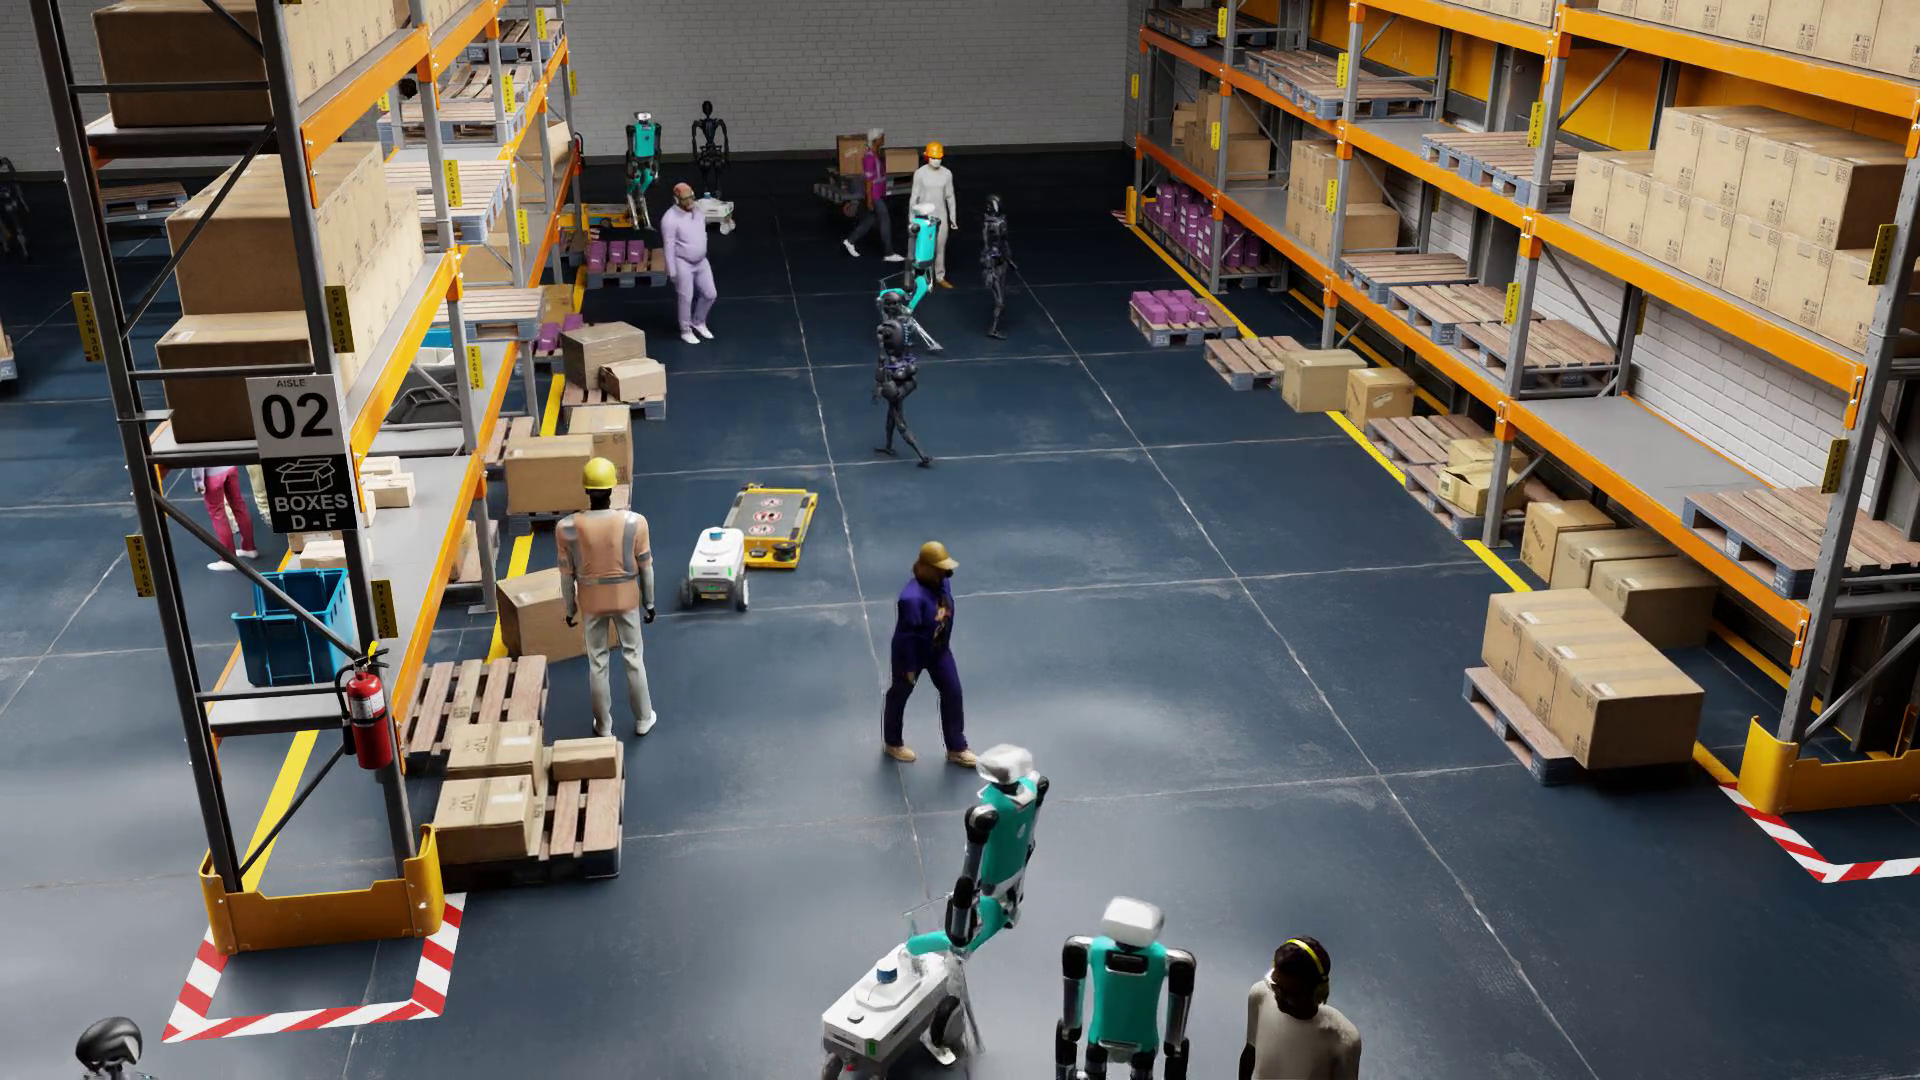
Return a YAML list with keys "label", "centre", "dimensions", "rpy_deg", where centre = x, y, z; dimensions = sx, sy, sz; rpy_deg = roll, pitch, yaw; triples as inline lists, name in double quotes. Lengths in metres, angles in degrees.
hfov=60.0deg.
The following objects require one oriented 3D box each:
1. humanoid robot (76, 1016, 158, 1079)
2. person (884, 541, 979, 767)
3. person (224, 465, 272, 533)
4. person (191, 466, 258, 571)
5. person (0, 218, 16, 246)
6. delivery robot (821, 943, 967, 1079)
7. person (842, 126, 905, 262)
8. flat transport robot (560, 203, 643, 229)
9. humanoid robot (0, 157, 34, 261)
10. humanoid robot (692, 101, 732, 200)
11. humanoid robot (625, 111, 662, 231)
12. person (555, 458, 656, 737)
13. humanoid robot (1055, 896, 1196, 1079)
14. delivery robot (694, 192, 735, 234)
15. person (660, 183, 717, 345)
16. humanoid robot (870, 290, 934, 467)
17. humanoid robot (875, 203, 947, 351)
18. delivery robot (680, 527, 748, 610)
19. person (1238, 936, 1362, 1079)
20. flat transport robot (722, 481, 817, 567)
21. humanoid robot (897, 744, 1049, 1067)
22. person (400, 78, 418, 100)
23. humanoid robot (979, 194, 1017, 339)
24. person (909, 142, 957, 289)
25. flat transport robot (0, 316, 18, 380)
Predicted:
- label: "humanoid robot"
  centre: [-3.063, 2.499, 6.298]
  dimensions: [0.601, 1.623, 0.794]
  rpy_deg: [16, 28, 32]
- label: "person"
  centre: [-0.205, 0.726, 10.382]
  dimensions: [0.721, 1.577, 0.455]
  rpy_deg: [20, 31, 38]
- label: "person"
  centre: [-6.065, -0.909, 13.917]
  dimensions: [0.555, 1.743, 0.342]
  rpy_deg: [-11, 26, -24]
- label: "person"
  centre: [-5.916, -0.540, 13.222]
  dimensions: [0.277, 1.628, 0.503]
  rpy_deg: [6, 24, 12]
- label: "person"
  centre: [-13.526, -4.908, 22.839]
  dimensions: [0.635, 1.893, 0.958]
  rpy_deg: [-2, 24, -4]
- label: "delivery robot"
  centre: [-0.337, 2.303, 8.098]
  dimensions: [0.499, 0.613, 0.811]
  rpy_deg: [15, 28, 30]
- label: "person"
  centre: [-1.183, -4.653, 22.355]
  dimensions: [0.843, 1.817, 0.515]
  rpy_deg: [3, 24, 6]
- label: "flat transport robot"
  centre: [-5.460, -4.797, 24.606]
  dimensions: [1.431, 0.231, 0.659]
  rpy_deg: [2, 24, 6]
- label: "humanoid robot"
  centre: [-12.869, -4.558, 22.308]
  dimensions: [0.610, 1.637, 0.362]
  rpy_deg: [-12, 26, -25]
- label: "humanoid robot"
  centre: [-3.761, -5.808, 25.167]
  dimensions: [0.583, 1.638, 0.604]
  rpy_deg: [-5, 24, -10]
- label: "humanoid robot"
  centre: [-4.620, -5.319, 23.922]
  dimensions: [0.533, 1.742, 0.746]
  rpy_deg: [-16, 28, -32]
- label: "person"
  centre: [-2.266, 0.387, 10.736]
  dimensions: [0.589, 1.925, 0.383]
  rpy_deg: [-4, 24, -9]
- label: "humanoid robot"
  centre: [0.595, 2.342, 6.526]
  dimensions: [0.535, 1.754, 0.832]
  rpy_deg: [5, 24, 12]
- label: "delivery robot"
  centre: [-3.667, -4.728, 24.106]
  dimensions: [0.806, 0.604, 0.499]
  rpy_deg: [4, 24, 10]
- label: "person"
  centre: [-3.067, -3.110, 18.770]
  dimensions: [0.487, 1.874, 0.688]
  rpy_deg: [19, 30, 36]
- label: "humanoid robot"
  centre: [-0.543, -1.488, 15.395]
  dimensions: [0.756, 1.654, 0.606]
  rpy_deg: [14, 27, 28]
- label: "humanoid robot"
  centre: [-0.601, -2.910, 18.513]
  dimensions: [1.042, 1.735, 0.545]
  rpy_deg: [15, 28, 30]
- label: "delivery robot"
  centre: [-1.879, 0.215, 12.856]
  dimensions: [0.499, 0.614, 0.791]
  rpy_deg: [0, 24, 0]
- label: "person"
  centre: [1.267, 2.308, 6.435]
  dimensions: [0.531, 1.864, 0.309]
  rpy_deg: [20, 31, 38]
- label: "flat transport robot"
  centre: [-1.612, -0.133, 13.980]
  dimensions: [0.659, 0.231, 1.431]
  rpy_deg: [1, 24, 2]
- label: "humanoid robot"
  centre: [-0.005, 1.727, 7.937]
  dimensions: [0.786, 1.795, 0.563]
  rpy_deg: [17, 29, 33]
- label: "person"
  centre: [-8.598, -6.331, 26.165]
  dimensions: [0.462, 1.826, 0.648]
  rpy_deg: [1, 24, 1]
- label: "humanoid robot"
  centre: [0.456, -3.160, 19.125]
  dimensions: [0.391, 1.653, 0.595]
  rpy_deg: [11, 26, 24]
- label: "person"
  centre: [-0.344, -4.070, 20.950]
  dimensions: [0.597, 1.884, 0.407]
  rpy_deg: [-6, 24, -13]
- label: "flat transport robot"
  centre: [-10.525, -1.628, 17.387]
  dimensions: [0.659, 0.231, 1.431]
  rpy_deg: [-13, 27, -27]
